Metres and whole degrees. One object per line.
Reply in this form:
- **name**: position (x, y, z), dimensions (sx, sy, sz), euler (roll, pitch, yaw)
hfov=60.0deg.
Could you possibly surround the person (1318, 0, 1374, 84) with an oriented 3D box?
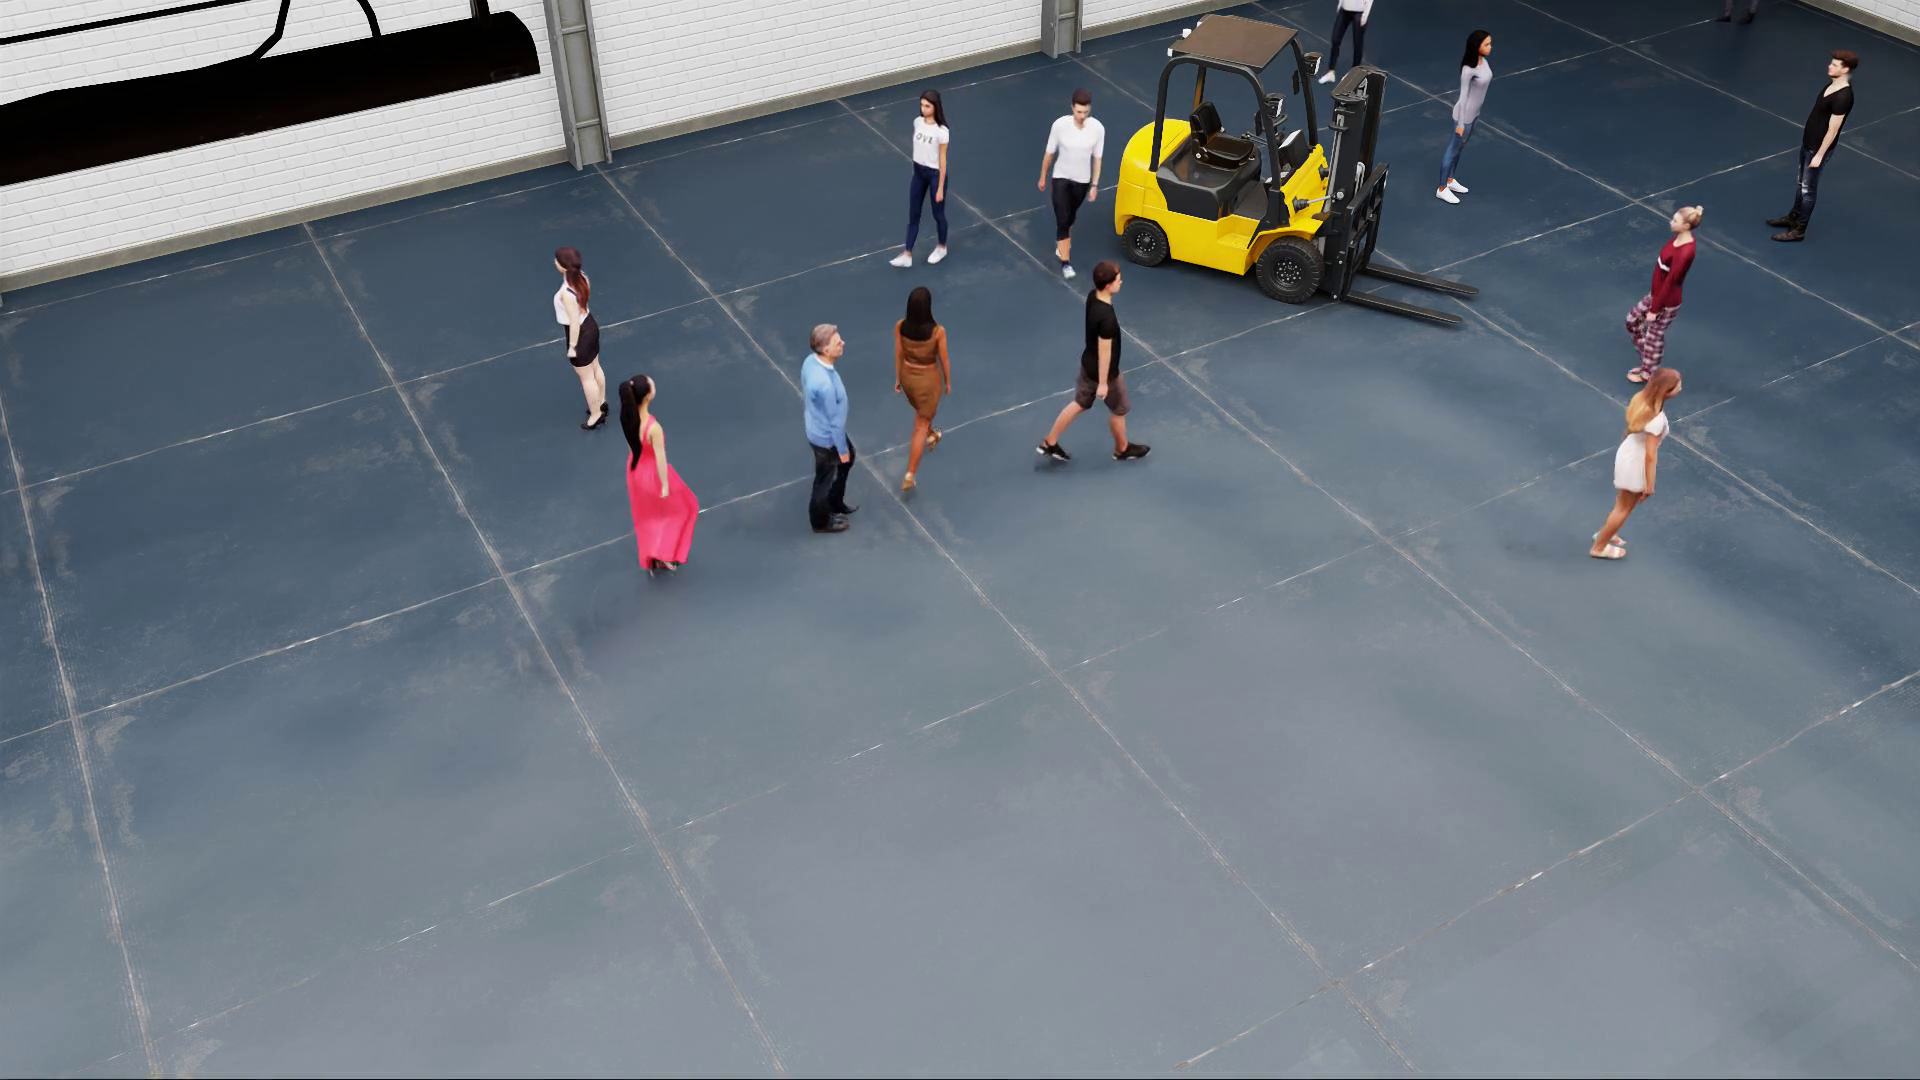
- **person**: position (4.569, -6.063, 19.006), dimensions (0.855, 1.687, 0.739), euler (-30, 48, -32)

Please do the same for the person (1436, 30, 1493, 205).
- **person**: position (5.076, -4.279, 16.734), dimensions (0.741, 1.735, 0.611), euler (23, 44, 26)

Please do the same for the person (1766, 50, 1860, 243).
- **person**: position (8.267, -3.794, 15.998), dimensions (0.808, 1.896, 0.759), euler (8, 39, 10)

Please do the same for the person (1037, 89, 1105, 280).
- **person**: position (1.036, -3.410, 15.597), dimensions (1.278, 1.797, 1.125), euler (-2, 39, -3)

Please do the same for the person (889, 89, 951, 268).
- **person**: position (-0.221, -3.413, 15.630), dimensions (0.801, 1.760, 0.993), euler (30, 47, 32)

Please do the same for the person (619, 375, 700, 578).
- **person**: position (-2.269, -0.401, 11.894), dimensions (0.756, 1.716, 0.816), euler (22, 44, 25)

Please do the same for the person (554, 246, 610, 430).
- **person**: position (-3.072, -1.645, 13.505), dimensions (0.665, 1.649, 0.635), euler (3, 39, 3)

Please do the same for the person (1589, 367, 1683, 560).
- **person**: position (4.823, -0.540, 12.101), dimensions (0.755, 1.675, 0.711), euler (2, 39, 2)

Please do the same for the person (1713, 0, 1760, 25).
- **person**: position (9.770, -7.119, 20.282), dimensions (0.809, 1.746, 0.678), euler (-7, 39, -9)

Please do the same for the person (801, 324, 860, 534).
- **person**: position (-1.073, -0.804, 12.330), dimensions (0.746, 1.801, 0.756), euler (-8, 39, -10)

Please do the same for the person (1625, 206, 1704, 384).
- **person**: position (5.986, -2.031, 13.953), dimensions (0.802, 1.694, 0.748), euler (9, 39, 11)

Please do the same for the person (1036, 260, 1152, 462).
- **person**: position (1.006, -1.350, 12.987), dimensions (1.264, 1.835, 0.922), euler (-8, 39, -10)

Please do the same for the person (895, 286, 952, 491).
- **person**: position (-0.321, -1.145, 12.880), dimensions (1.017, 1.648, 1.138), euler (12, 40, 15)
